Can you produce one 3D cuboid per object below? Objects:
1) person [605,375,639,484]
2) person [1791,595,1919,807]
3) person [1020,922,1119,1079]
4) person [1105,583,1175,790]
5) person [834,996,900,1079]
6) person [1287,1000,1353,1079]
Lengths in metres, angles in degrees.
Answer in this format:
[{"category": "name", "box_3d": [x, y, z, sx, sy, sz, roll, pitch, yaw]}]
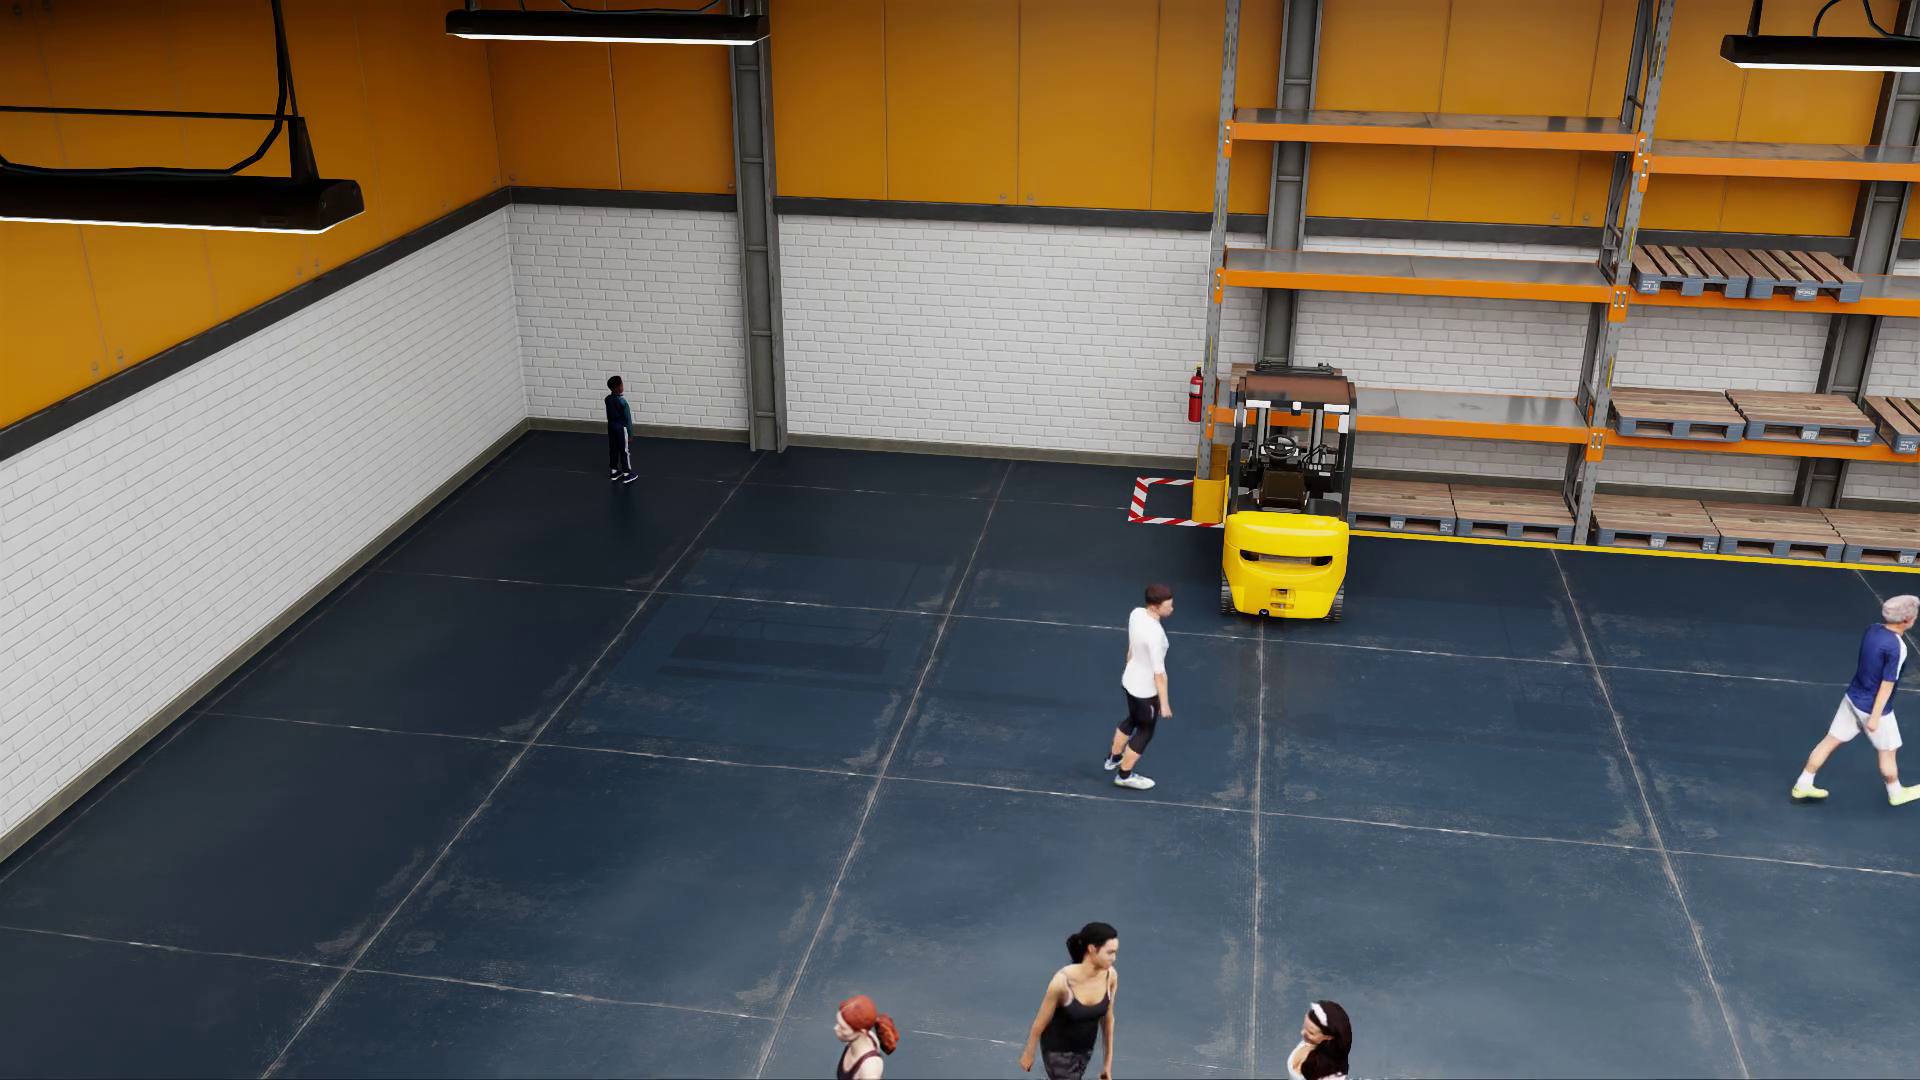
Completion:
[{"category": "person", "box_3d": [-3.936, -1.290, 19.166, 0.502, 1.255, 0.615, 13, 27, 28]}, {"category": "person", "box_3d": [6.829, 1.267, 12.666, 1.255, 1.776, 0.862, -1, 24, -3]}, {"category": "person", "box_3d": [0.553, 2.819, 9.230, 0.984, 1.685, 1.026, -9, 25, -19]}, {"category": "person", "box_3d": [1.370, 1.133, 12.923, 0.797, 1.815, 0.891, -13, 27, -26]}, {"category": "person", "box_3d": [-0.494, 3.065, 8.542, 0.674, 1.785, 0.638, -5, 24, -11]}, {"category": "person", "box_3d": [1.903, 3.077, 8.522, 1.143, 1.780, 0.724, 2, 24, 4]}]
